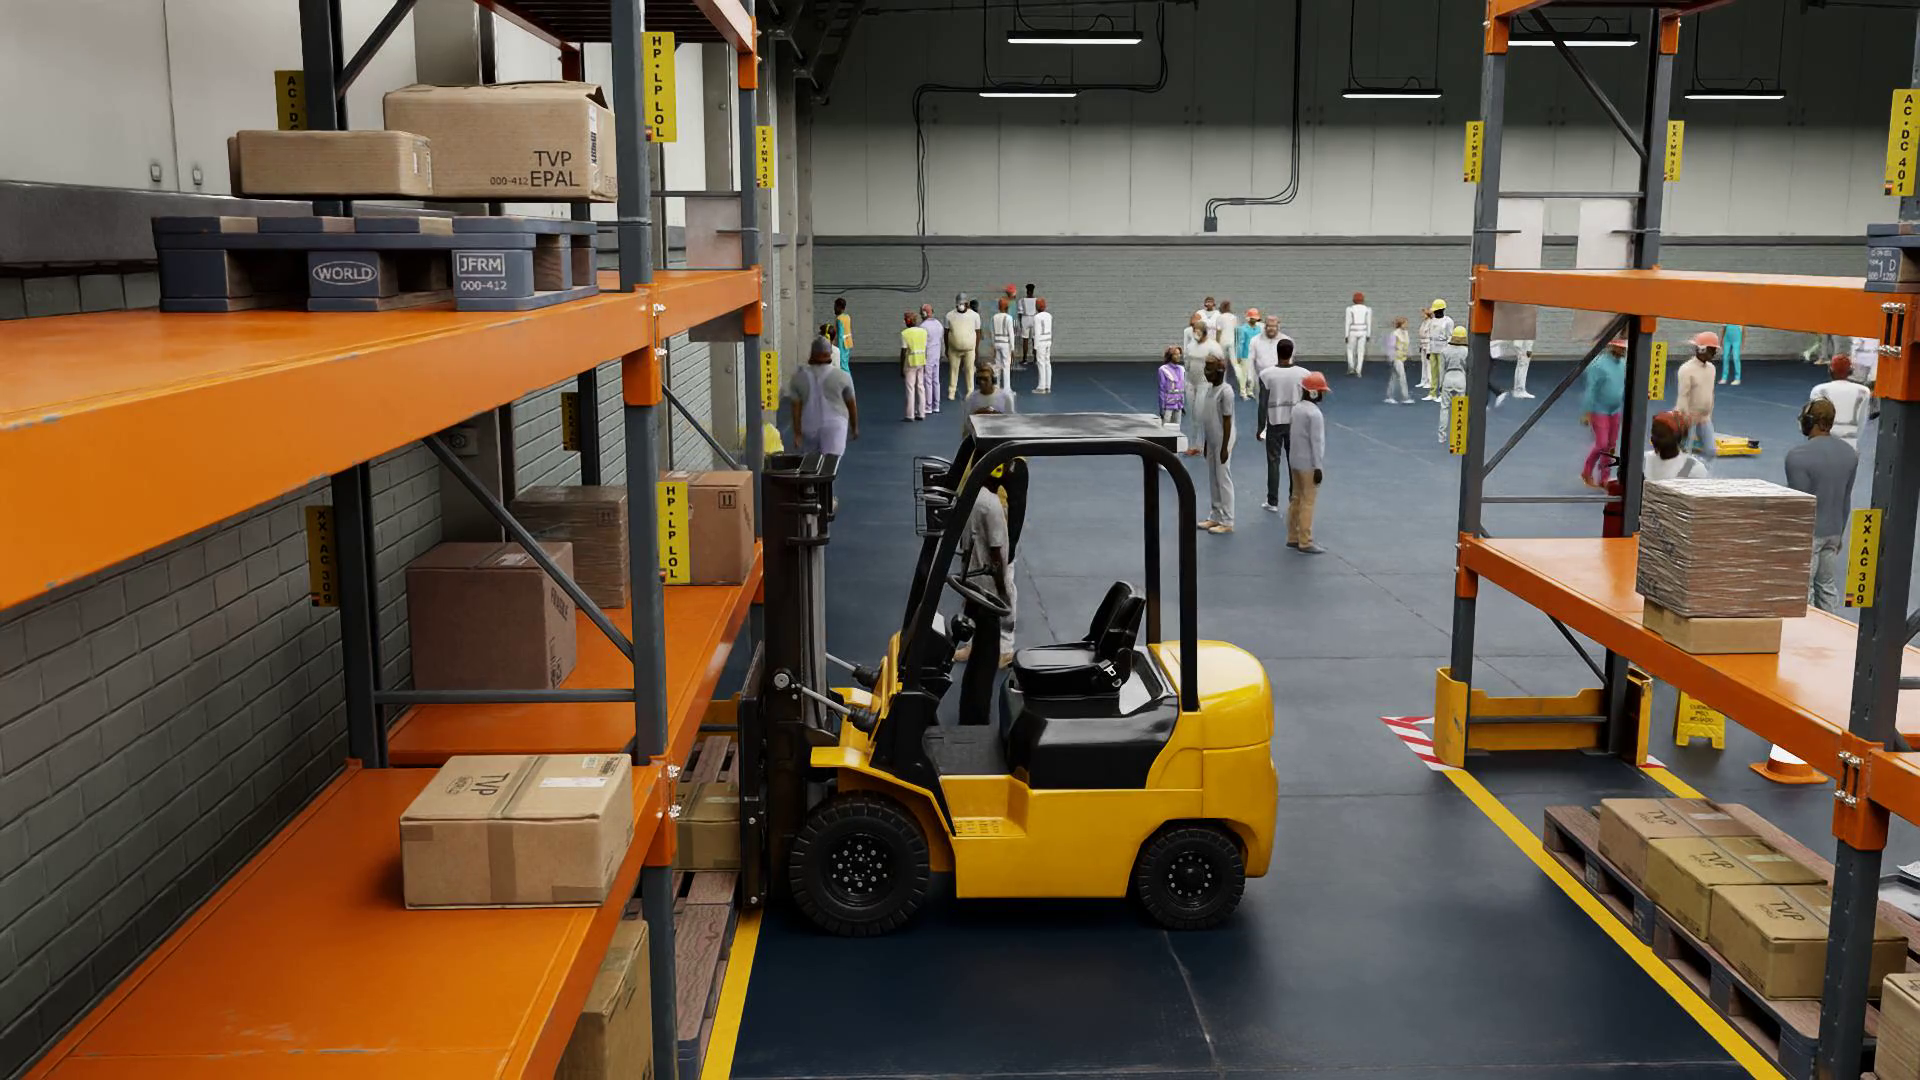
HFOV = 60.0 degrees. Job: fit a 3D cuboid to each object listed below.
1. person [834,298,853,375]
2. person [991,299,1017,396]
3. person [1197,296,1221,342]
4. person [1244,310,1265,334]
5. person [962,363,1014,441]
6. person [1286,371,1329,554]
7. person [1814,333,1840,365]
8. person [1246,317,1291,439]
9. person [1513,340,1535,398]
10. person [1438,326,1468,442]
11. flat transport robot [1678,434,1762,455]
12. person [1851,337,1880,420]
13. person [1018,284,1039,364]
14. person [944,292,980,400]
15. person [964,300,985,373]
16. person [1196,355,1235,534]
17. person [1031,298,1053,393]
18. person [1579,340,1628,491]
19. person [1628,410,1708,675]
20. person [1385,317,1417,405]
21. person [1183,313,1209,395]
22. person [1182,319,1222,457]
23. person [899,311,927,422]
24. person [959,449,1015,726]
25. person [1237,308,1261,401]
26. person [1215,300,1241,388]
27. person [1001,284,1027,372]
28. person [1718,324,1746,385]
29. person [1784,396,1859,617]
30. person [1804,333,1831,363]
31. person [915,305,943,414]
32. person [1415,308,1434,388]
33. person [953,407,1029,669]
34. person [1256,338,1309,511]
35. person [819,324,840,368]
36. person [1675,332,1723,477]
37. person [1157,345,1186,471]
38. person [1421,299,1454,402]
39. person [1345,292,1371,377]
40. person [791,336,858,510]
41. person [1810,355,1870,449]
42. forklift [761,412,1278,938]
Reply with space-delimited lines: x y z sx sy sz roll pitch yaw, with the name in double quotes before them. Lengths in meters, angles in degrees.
"person" -2.242 -3.640 31.680 0.392 1.920 0.593 1 10 8
"person" 0.852 -3.745 32.367 0.355 1.883 0.576 -9 14 -42
"person" 5.237 -4.198 34.986 0.563 1.847 0.389 2 10 13
"person" 6.061 -3.928 34.163 0.536 1.599 0.780 -2 10 -13
"person" 0.273 -0.847 16.445 0.522 1.795 0.920 3 11 14
"person" 3.368 -0.749 16.038 0.346 1.747 0.572 -2 10 -12
"person" 21.085 -5.247 40.288 0.538 2.000 0.690 -5 12 -28
"person" 4.610 -2.398 24.919 0.644 1.855 0.999 3 11 16
"person" 10.876 -3.704 32.033 0.391 1.920 0.587 1 10 5
"person" 7.391 -2.312 24.801 0.485 1.736 0.319 5 11 27
"flat transport robot" 10.703 -1.405 23.820 0.652 0.197 1.431 -3 11 -16
"person" 15.340 -2.976 28.056 0.567 1.881 1.013 3 10 14
"person" 1.708 -5.285 40.705 0.616 1.964 0.361 -1 10 -7
"person" 0.038 -3.657 31.434 0.688 2.000 0.536 0 10 2
"person" 0.302 -4.613 37.777 0.375 1.682 0.672 5 11 26
"person" 2.649 -0.981 17.112 0.349 1.837 0.502 -3 11 -15
"person" 1.616 -3.835 32.866 0.362 1.883 0.576 7 12 33
"person" 7.719 -1.530 19.773 0.651 1.966 0.477 -5 11 -27
"person" 4.988 0.010 11.559 0.843 1.854 0.592 -3 11 -18
"person" 8.170 -3.286 30.580 0.776 1.607 0.521 8 13 38
"person" 4.549 -3.567 32.085 0.499 1.622 0.417 0 10 2
"person" 3.339 -2.102 23.094 0.460 1.917 0.633 -6 12 -30
"person" -0.769 -2.882 27.689 0.565 1.836 0.385 -9 14 -42
"person" 0.163 0.332 9.729 0.320 1.860 0.523 -2 10 -13
"person" 5.480 -3.501 31.411 0.576 1.737 0.372 -8 13 -38
"person" 5.470 -3.949 33.751 0.532 1.809 0.853 -5 11 -25
"person" 1.254 -4.867 38.271 0.918 2.007 0.616 4 11 21
"person" 16.159 -4.151 34.769 0.358 1.835 0.528 -7 12 -35
"person" 5.853 -0.016 11.431 0.635 1.937 0.352 -5 11 -26
"person" 21.176 -5.237 40.823 0.753 1.846 0.522 1 10 4
"person" -0.568 -3.140 28.945 0.408 1.903 0.638 6 12 30
"person" 9.564 -3.925 34.044 0.312 1.639 0.518 -2 10 -10
"person" 0.193 -0.017 11.709 0.429 1.845 0.620 -8 13 -36
"person" 3.602 -1.278 18.522 0.597 1.916 0.371 -1 10 -5
"person" -1.804 -2.016 22.758 0.328 1.876 0.513 2 10 10
"person" 8.363 -1.366 18.854 0.666 1.981 0.506 -5 11 -27
"person" 2.772 -1.732 21.818 0.514 1.645 0.309 -10 14 -44
"person" 8.947 -3.537 31.113 0.382 1.917 0.585 -5 11 -26
"person" 8.835 -4.565 36.979 0.595 1.871 0.461 0 10 -1
"person" -1.469 -1.241 17.971 0.674 2.000 1.065 3 11 17
"person" 8.965 -0.977 17.059 0.556 1.833 0.982 3 11 18
"forklift" 0.291 0.548 7.580 2.313 2.155 1.214 0 10 -2
